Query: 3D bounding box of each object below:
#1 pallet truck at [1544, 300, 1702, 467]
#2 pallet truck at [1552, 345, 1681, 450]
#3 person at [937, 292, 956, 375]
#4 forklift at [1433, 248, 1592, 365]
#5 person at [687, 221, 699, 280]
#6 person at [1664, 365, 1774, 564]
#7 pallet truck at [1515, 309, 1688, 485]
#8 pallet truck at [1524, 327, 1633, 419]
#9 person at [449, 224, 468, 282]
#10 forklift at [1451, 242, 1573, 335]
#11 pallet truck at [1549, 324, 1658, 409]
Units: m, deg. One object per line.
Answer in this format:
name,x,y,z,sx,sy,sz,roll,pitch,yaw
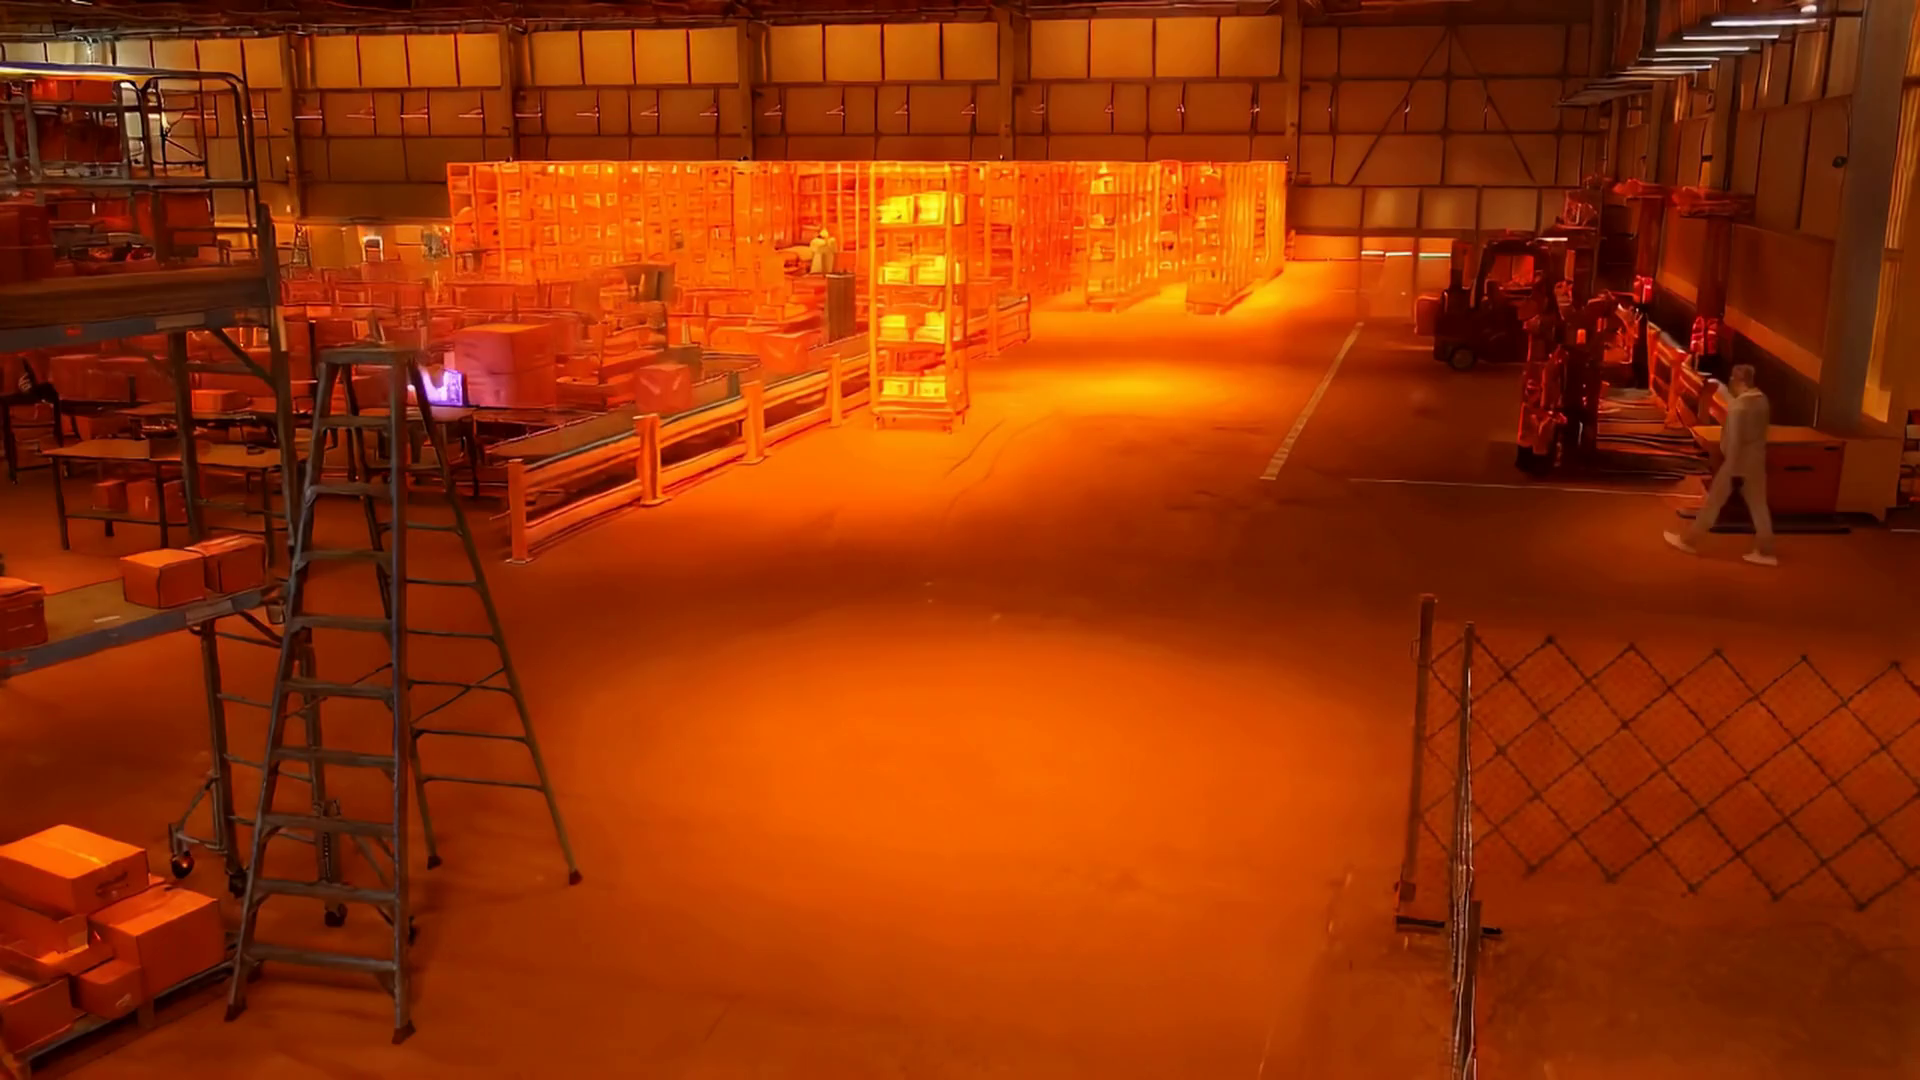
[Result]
pallet truck,8.263,-1.952,20.631,1.885,1.965,0.823,5,14,20
pallet truck,8.641,-1.896,21.908,1.630,1.274,0.653,4,14,16
person,-0.250,-3.534,27.364,0.382,2.041,0.616,0,13,-2
forklift,9.780,-4.111,29.280,2.680,1.987,1.157,3,13,14
person,-8.160,-8.835,50.767,0.416,1.814,0.615,-8,15,-32
person,7.278,-0.729,15.675,0.649,1.849,1.013,-10,17,-38
pallet truck,7.554,-1.677,19.446,1.885,1.965,0.823,3,13,14
pallet truck,9.065,-2.460,24.370,1.522,1.261,0.704,3,13,14
person,-14.260,-8.118,47.400,0.627,1.936,0.585,7,15,29
forklift,10.464,-4.597,31.405,2.680,1.987,1.157,4,14,16
pallet truck,9.824,-2.669,25.407,1.601,1.201,0.680,4,14,16
